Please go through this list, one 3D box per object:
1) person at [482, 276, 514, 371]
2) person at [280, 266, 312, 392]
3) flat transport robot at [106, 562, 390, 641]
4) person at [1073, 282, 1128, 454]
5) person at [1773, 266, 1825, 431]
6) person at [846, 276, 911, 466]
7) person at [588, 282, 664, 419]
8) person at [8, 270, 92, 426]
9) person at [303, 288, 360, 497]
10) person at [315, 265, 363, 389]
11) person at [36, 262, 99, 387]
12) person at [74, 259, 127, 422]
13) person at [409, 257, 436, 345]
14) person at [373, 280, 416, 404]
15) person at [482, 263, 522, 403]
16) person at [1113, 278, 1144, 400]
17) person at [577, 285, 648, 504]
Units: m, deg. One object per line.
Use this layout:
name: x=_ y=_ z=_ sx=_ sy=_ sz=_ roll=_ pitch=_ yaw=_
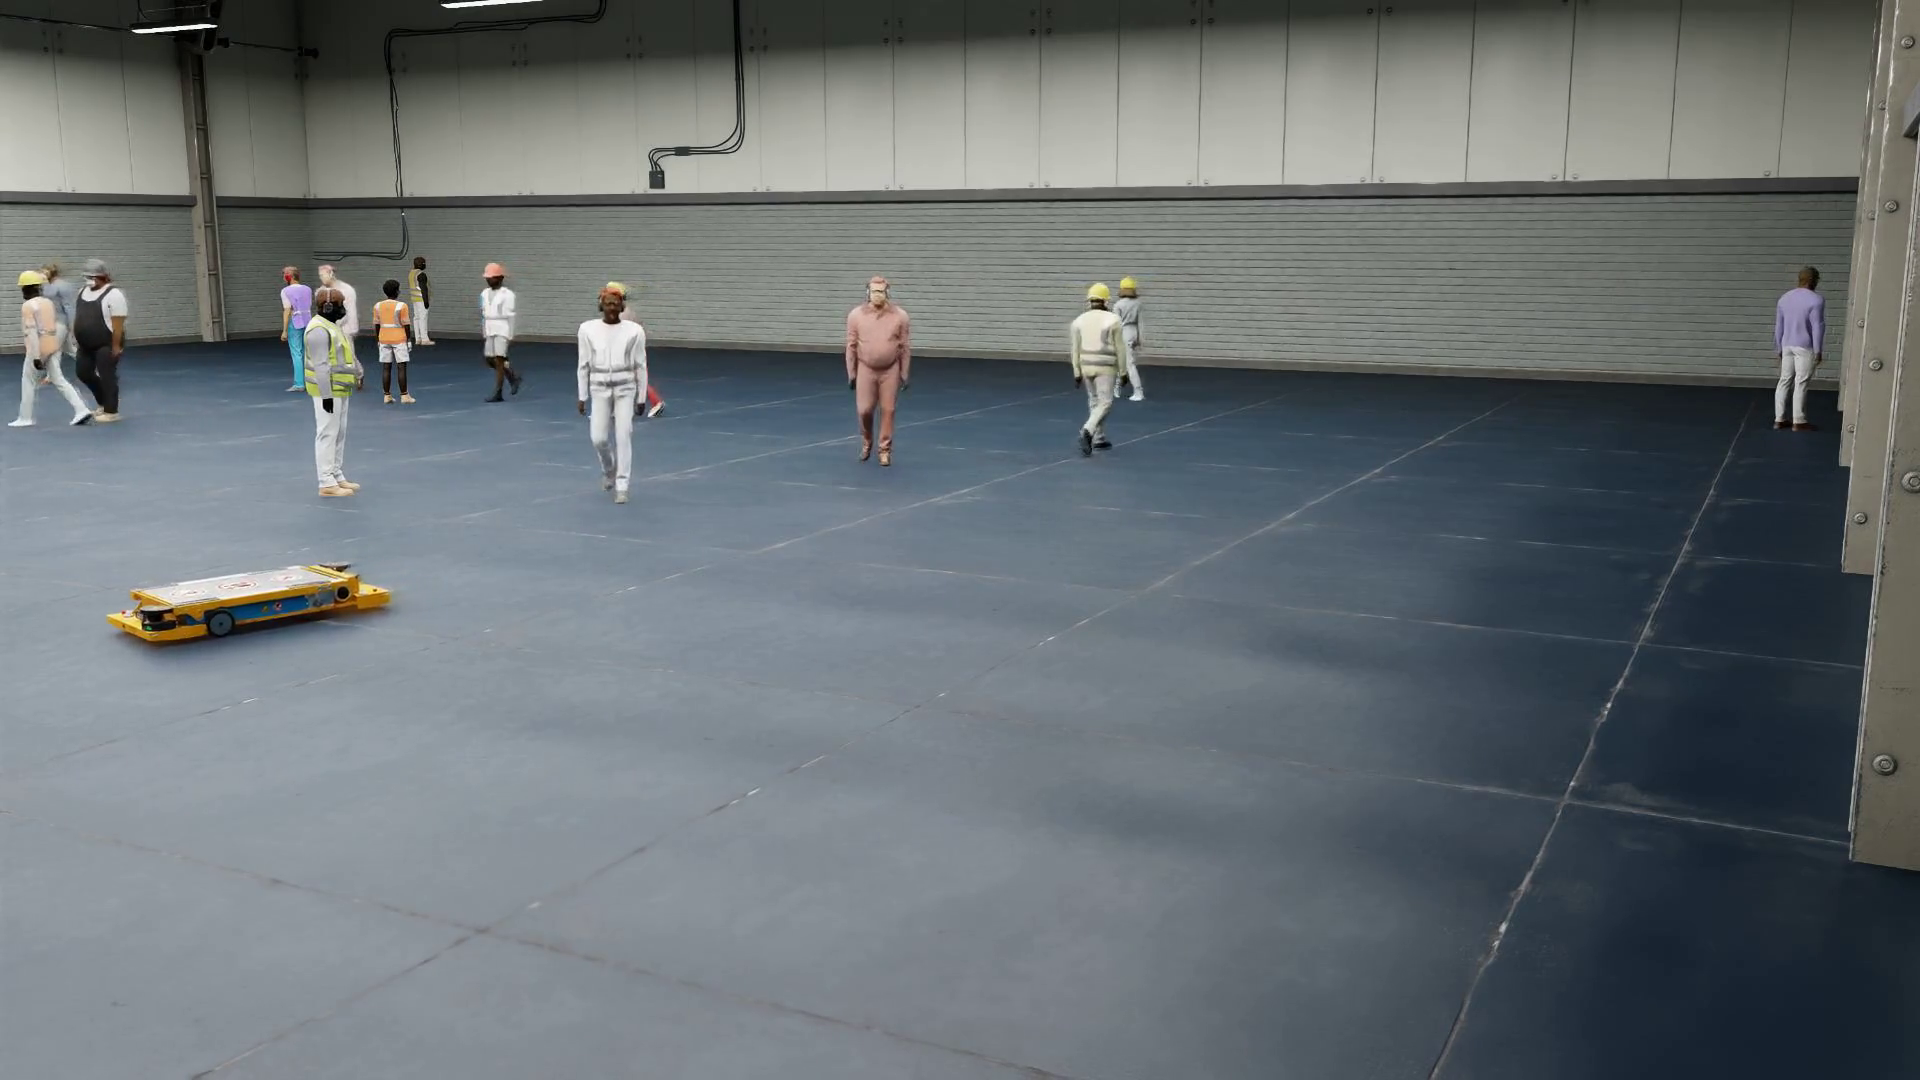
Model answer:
person: x=-7.822 y=-3.690 z=28.164 sx=0.540 sy=1.681 sz=0.652 roll=-5 pitch=12 yaw=-26
person: x=-9.724 y=-3.089 z=24.438 sx=0.389 sy=1.839 sz=0.563 roll=4 pitch=11 yaw=20
flat transport robot: x=-4.242 y=0.351 z=9.958 sx=0.652 sy=0.197 sz=1.431 roll=10 pitch=14 yaw=43
person: x=1.432 y=-1.797 z=17.490 sx=0.598 sy=1.806 sz=0.769 roll=8 pitch=13 yaw=38
person: x=9.895 y=-2.252 z=19.601 sx=0.352 sy=1.937 sz=0.635 roll=-4 pitch=11 yaw=-19
person: x=-0.812 y=-1.679 z=16.625 sx=0.644 sy=1.894 sz=0.422 roll=-1 pitch=10 yaw=-4
person: x=-4.207 y=-2.384 z=20.913 sx=0.890 sy=1.724 sz=0.519 roll=-6 pitch=12 yaw=-28
person: x=-11.022 y=-2.297 z=20.029 sx=0.983 sy=1.892 sz=0.597 roll=1 pitch=10 yaw=4
person: x=-5.549 y=-1.300 z=14.717 sx=0.430 sy=1.838 sz=0.632 roll=-1 pitch=10 yaw=-7
person: x=-8.948 y=-3.030 z=24.011 sx=0.661 sy=1.880 sz=0.715 roll=2 pitch=11 yaw=8
person: x=-13.709 y=-3.304 z=25.461 sx=0.641 sy=1.905 sz=0.958 roll=9 pitch=14 yaw=41
person: x=-10.595 y=-2.462 z=20.470 sx=0.707 sy=2.000 sz=0.541 roll=4 pitch=11 yaw=20
person: x=-11.320 y=-5.023 z=34.978 sx=0.429 sy=1.843 sz=0.629 roll=-9 pitch=14 yaw=-40
person: x=-7.718 y=-2.697 z=22.689 sx=0.541 sy=1.695 sz=0.316 roll=2 pitch=11 yaw=13
person: x=-6.365 y=-2.874 z=23.045 sx=0.559 sy=1.922 sz=0.646 roll=6 pitch=12 yaw=30
person: x=2.336 y=-2.821 z=23.354 sx=0.499 sy=1.696 sz=0.894 roll=-8 pitch=13 yaw=-36
person: x=-2.994 y=-1.259 z=14.373 sx=0.604 sy=1.870 sz=0.537 roll=-1 pitch=10 yaw=-7
